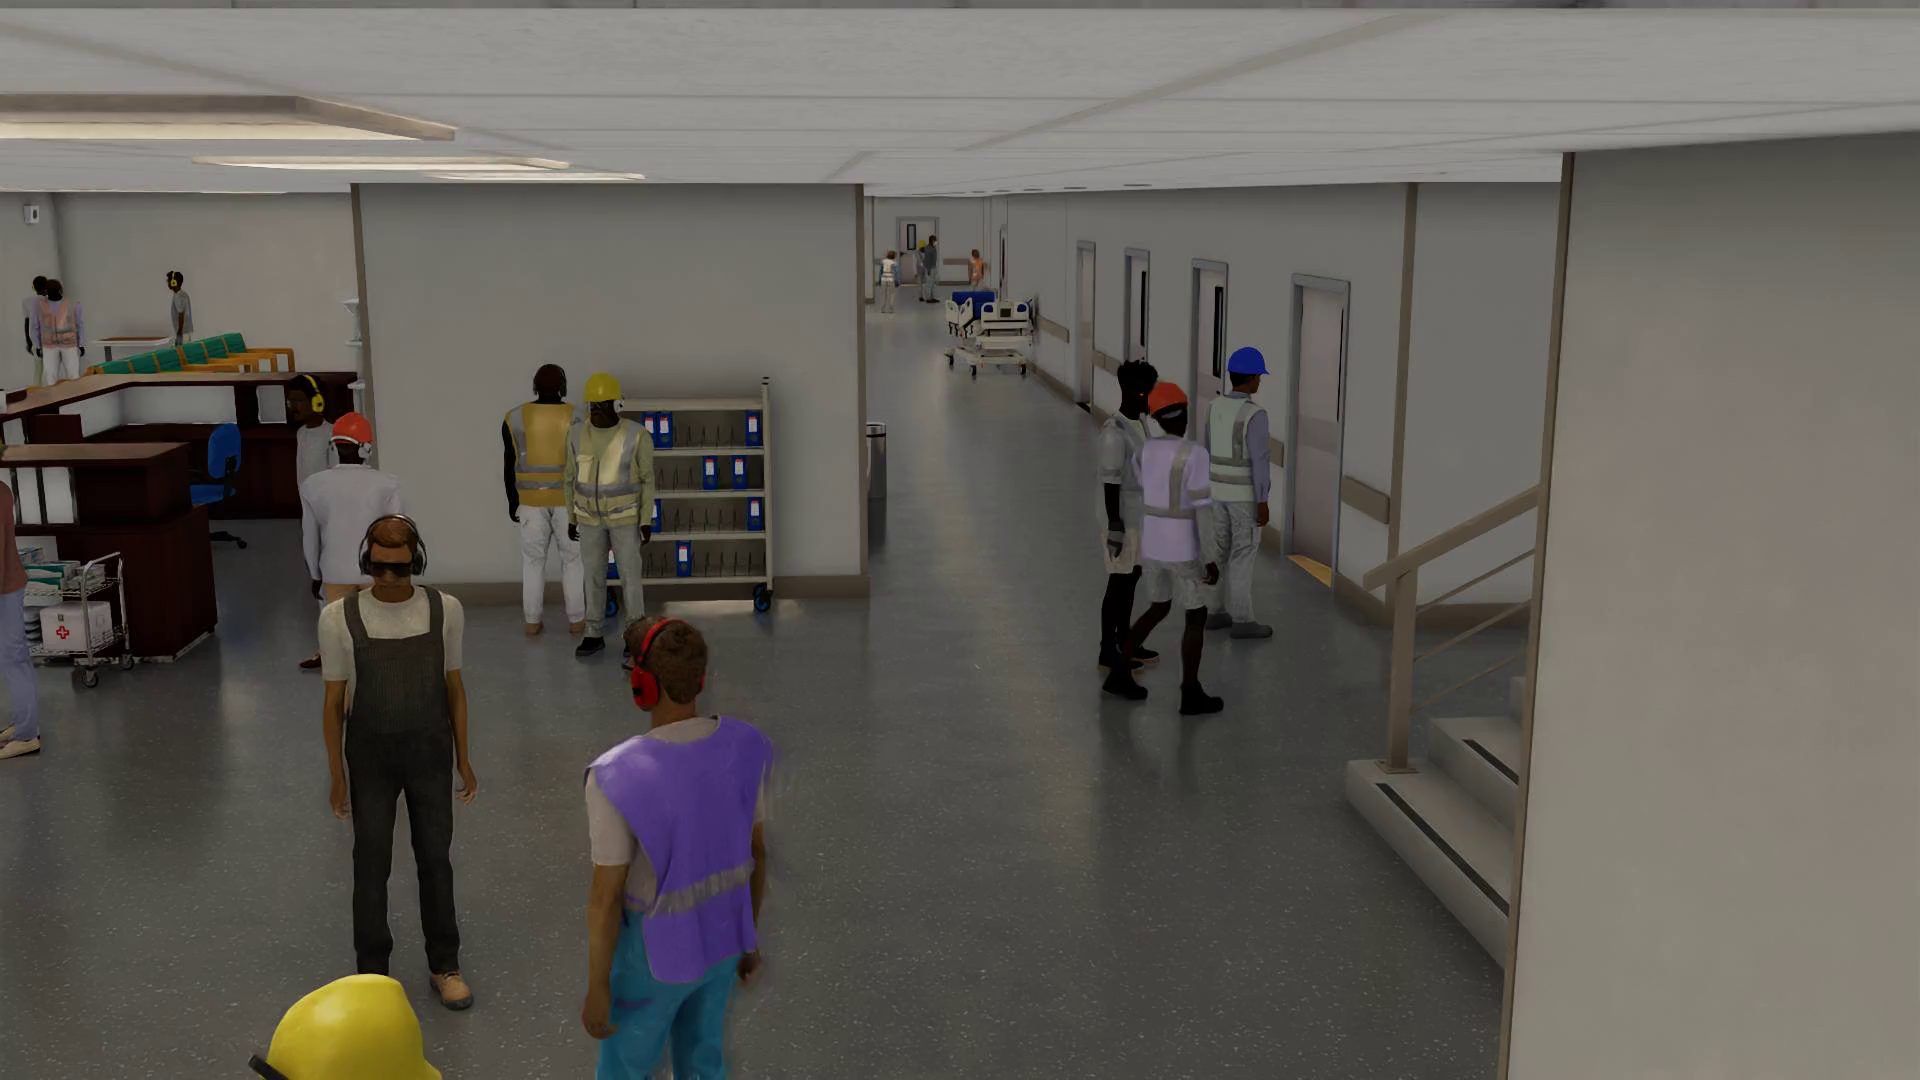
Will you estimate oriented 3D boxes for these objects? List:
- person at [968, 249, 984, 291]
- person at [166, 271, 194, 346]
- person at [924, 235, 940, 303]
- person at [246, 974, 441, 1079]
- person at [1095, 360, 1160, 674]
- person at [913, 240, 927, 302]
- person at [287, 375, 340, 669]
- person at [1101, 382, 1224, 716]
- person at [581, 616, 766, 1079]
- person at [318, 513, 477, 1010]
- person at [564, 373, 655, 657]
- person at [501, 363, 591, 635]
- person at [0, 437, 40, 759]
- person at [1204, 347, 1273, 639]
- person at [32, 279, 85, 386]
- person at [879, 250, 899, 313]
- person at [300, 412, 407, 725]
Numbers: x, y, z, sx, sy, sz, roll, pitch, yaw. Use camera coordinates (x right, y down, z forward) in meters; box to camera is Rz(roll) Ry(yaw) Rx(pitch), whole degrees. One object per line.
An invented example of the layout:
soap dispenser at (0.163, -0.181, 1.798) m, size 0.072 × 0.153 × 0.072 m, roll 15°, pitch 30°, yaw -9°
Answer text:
person at (0.446, -6.945, 44.385) m, size 0.535 × 1.599 × 0.847 m, roll -5°, pitch 13°, yaw -24°
person at (-11.558, -3.053, 24.706) m, size 0.309 × 1.868 × 0.535 m, roll -2°, pitch 12°, yaw -12°
person at (-0.811, -7.700, 47.284) m, size 0.390 × 1.928 × 0.633 m, roll 3°, pitch 12°, yaw 16°
person at (-0.927, 1.524, 2.609) m, size 0.523 × 1.760 × 0.327 m, roll 8°, pitch 14°, yaw 35°
person at (1.038, -0.144, 10.289) m, size 0.386 × 1.952 × 0.613 m, roll 5°, pitch 12°, yaw 21°
person at (-1.049, -7.717, 47.768) m, size 0.600 × 1.755 × 0.953 m, roll -3°, pitch 12°, yaw -13°
person at (-3.930, -0.092, 10.257) m, size 0.505 × 1.864 × 0.333 m, roll 10°, pitch 15°, yaw 40°
person at (1.196, 0.060, 9.487) m, size 0.449 × 1.887 × 0.602 m, roll -7°, pitch 14°, yaw -32°
person at (-0.742, 1.106, 4.457) m, size 0.503 × 1.834 × 0.584 m, roll 10°, pitch 15°, yaw 39°
person at (-1.983, 0.806, 5.916) m, size 0.506 × 1.839 × 0.343 m, roll -6°, pitch 13°, yaw -29°
person at (-2.250, -0.157, 10.640) m, size 0.596 × 1.832 × 0.404 m, roll 2°, pitch 12°, yaw 8°
person at (-2.737, -0.267, 11.188) m, size 0.631 × 1.838 × 0.429 m, roll -1°, pitch 12°, yaw -6°
person at (-5.066, 0.266, 8.734) m, size 0.304 × 1.772 × 0.525 m, roll -5°, pitch 13°, yaw -25°
person at (1.868, -0.314, 11.125) m, size 0.396 × 1.944 × 0.615 m, roll -6°, pitch 13°, yaw -27°
person at (-12.439, -2.682, 22.977) m, size 0.634 × 1.834 × 0.429 m, roll -4°, pitch 12°, yaw -19°
person at (-1.861, -6.678, 43.055) m, size 0.601 × 1.620 × 0.326 m, roll 6°, pitch 13°, yaw 25°
person at (-3.347, 0.160, 9.284) m, size 0.573 × 1.748 × 0.342 m, roll -1°, pitch 12°, yaw -6°
